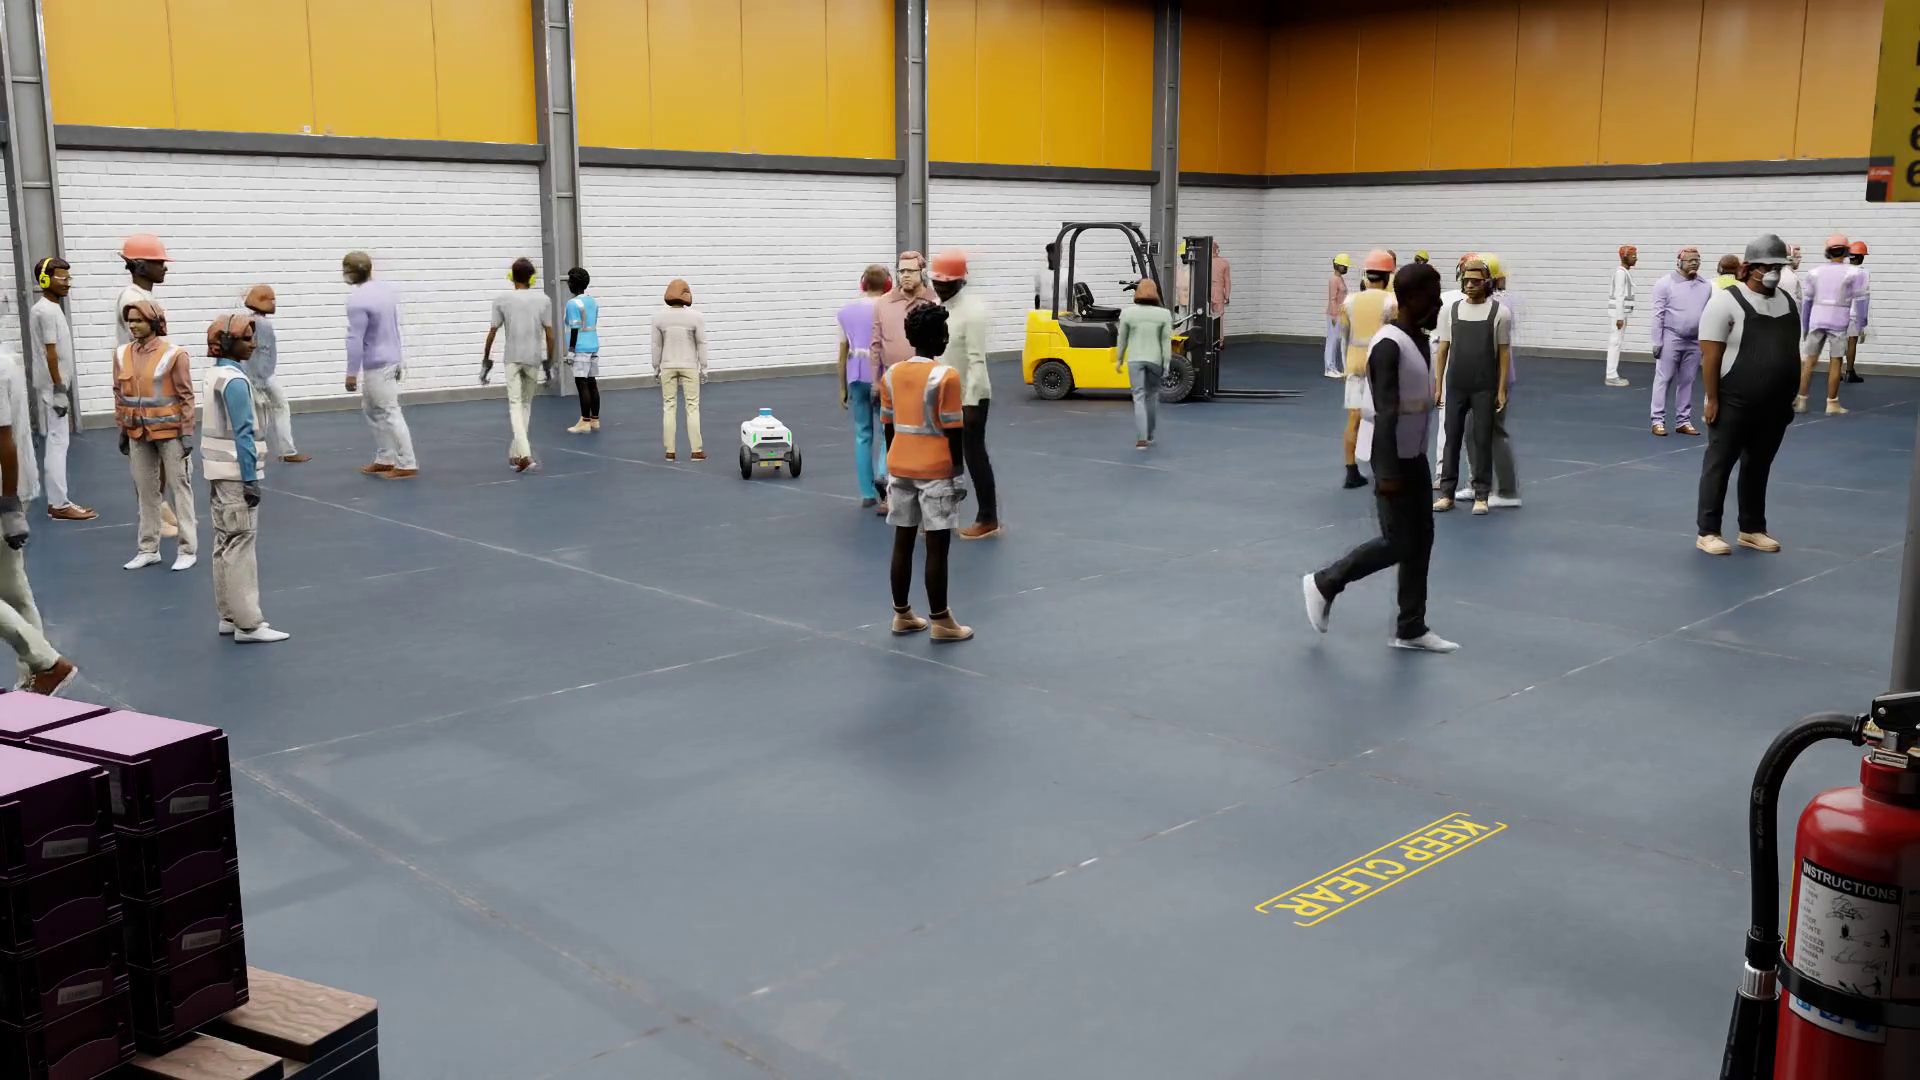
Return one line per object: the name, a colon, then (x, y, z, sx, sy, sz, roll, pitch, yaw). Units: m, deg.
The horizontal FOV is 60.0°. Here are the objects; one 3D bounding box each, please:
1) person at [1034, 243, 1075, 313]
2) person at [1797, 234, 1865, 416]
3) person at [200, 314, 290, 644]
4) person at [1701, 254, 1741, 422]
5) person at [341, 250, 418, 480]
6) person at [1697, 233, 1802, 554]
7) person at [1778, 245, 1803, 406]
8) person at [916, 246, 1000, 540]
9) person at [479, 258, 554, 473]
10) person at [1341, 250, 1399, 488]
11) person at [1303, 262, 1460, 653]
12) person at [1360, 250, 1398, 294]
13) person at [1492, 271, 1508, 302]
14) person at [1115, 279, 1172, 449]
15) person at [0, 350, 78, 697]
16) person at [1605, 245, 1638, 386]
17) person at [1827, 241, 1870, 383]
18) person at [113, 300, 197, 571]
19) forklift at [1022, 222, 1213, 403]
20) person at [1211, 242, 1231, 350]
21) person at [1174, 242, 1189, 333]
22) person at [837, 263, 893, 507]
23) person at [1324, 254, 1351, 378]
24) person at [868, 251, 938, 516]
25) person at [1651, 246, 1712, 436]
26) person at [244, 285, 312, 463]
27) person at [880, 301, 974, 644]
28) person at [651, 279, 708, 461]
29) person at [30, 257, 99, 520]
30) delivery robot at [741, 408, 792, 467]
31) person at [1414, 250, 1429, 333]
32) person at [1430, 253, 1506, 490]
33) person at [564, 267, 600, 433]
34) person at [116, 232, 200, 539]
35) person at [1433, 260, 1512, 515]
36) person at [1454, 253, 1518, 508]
person: (1.299, -3.171, 23.187, 0.626, 1.920, 0.919, 4, 11, 19)
person: (9.825, -2.414, 18.731, 0.413, 2.030, 0.658, -10, 14, -42)
person: (-3.609, -0.303, 8.302, 0.315, 1.636, 0.515, -8, 13, -36)
person: (8.272, -2.172, 17.988, 0.660, 1.820, 0.438, 1, 10, 5)
person: (-4.809, -1.416, 13.645, 0.625, 1.900, 0.665, 0, 10, 0)
person: (5.060, -0.922, 10.570, 0.684, 2.000, 0.535, -3, 11, -14)
person: (9.807, -2.549, 19.814, 0.403, 1.905, 0.651, 1, 10, 3)
person: (-0.005, -0.939, 10.904, 0.736, 1.943, 0.635, -9, 14, -40)
person: (-3.797, -1.485, 14.288, 0.643, 1.831, 0.775, -4, 11, -21)
person: (3.390, -1.394, 13.536, 0.574, 1.891, 0.950, 8, 13, 36)
person: (2.088, -0.395, 8.084, 0.676, 1.901, 0.607, 7, 12, 33)
person: (5.321, -2.707, 20.851, 0.634, 1.841, 0.429, 3, 11, 16)
person: (6.028, -2.209, 18.718, 0.319, 1.630, 0.521, 5, 11, 24)
person: (1.753, -1.692, 15.967, 0.513, 1.592, 0.820, 0, 10, -2)
person: (-4.045, -0.162, 6.933, 0.394, 1.853, 0.532, -5, 12, -27)
person: (8.941, -3.028, 22.488, 0.354, 1.881, 0.576, 5, 11, 24)
person: (12.291, -3.140, 22.950, 0.373, 1.934, 0.551, -5, 12, -27)
person: (-4.855, -0.627, 10.056, 0.515, 1.641, 0.315, 2, 11, 11)
forklift: (1.935, -2.847, 20.651, 2.313, 2.155, 1.214, 2, 11, 13)
person: (4.470, -4.323, 29.488, 0.652, 1.904, 0.403, 3, 11, 14)
person: (3.634, -3.792, 26.556, 0.381, 1.918, 0.584, -7, 12, -33)
person: (-0.632, -1.142, 12.370, 0.575, 1.820, 0.492, 1, 10, 7)
person: (5.396, -3.196, 23.743, 0.325, 1.760, 0.523, 5, 11, 24)
person: (-0.348, -1.107, 11.986, 0.671, 1.912, 0.414, 2, 11, 12)
person: (7.314, -2.004, 16.837, 0.640, 1.910, 0.407, -2, 11, -9)
person: (-6.210, -1.444, 14.628, 0.790, 1.598, 0.502, -10, 14, -43)
person: (-0.175, -0.334, 8.300, 0.533, 1.698, 0.322, 10, 14, 43)
person: (-2.516, -1.523, 14.963, 0.507, 1.631, 0.280, 0, 10, 3)
person: (-6.435, -1.074, 11.882, 0.333, 1.866, 0.515, -6, 12, -30)
delivery robot: (-1.647, -0.874, 14.109, 0.477, 0.478, 0.707, -3, 11, -15)
person: (7.891, -4.081, 28.558, 0.322, 1.765, 0.523, -8, 13, -36)
person: (4.016, -1.325, 13.194, 0.585, 1.882, 0.344, 3, 11, 16)
person: (-3.881, -1.941, 17.070, 0.318, 1.696, 0.536, 2, 11, 11)
person: (-5.404, -1.025, 11.151, 0.386, 2.041, 0.618, -3, 11, -16)
person: (3.716, -1.104, 12.099, 0.519, 1.844, 0.331, 5, 12, 27)
person: (3.886, -1.164, 12.307, 0.610, 1.886, 0.622, 4, 11, 22)
